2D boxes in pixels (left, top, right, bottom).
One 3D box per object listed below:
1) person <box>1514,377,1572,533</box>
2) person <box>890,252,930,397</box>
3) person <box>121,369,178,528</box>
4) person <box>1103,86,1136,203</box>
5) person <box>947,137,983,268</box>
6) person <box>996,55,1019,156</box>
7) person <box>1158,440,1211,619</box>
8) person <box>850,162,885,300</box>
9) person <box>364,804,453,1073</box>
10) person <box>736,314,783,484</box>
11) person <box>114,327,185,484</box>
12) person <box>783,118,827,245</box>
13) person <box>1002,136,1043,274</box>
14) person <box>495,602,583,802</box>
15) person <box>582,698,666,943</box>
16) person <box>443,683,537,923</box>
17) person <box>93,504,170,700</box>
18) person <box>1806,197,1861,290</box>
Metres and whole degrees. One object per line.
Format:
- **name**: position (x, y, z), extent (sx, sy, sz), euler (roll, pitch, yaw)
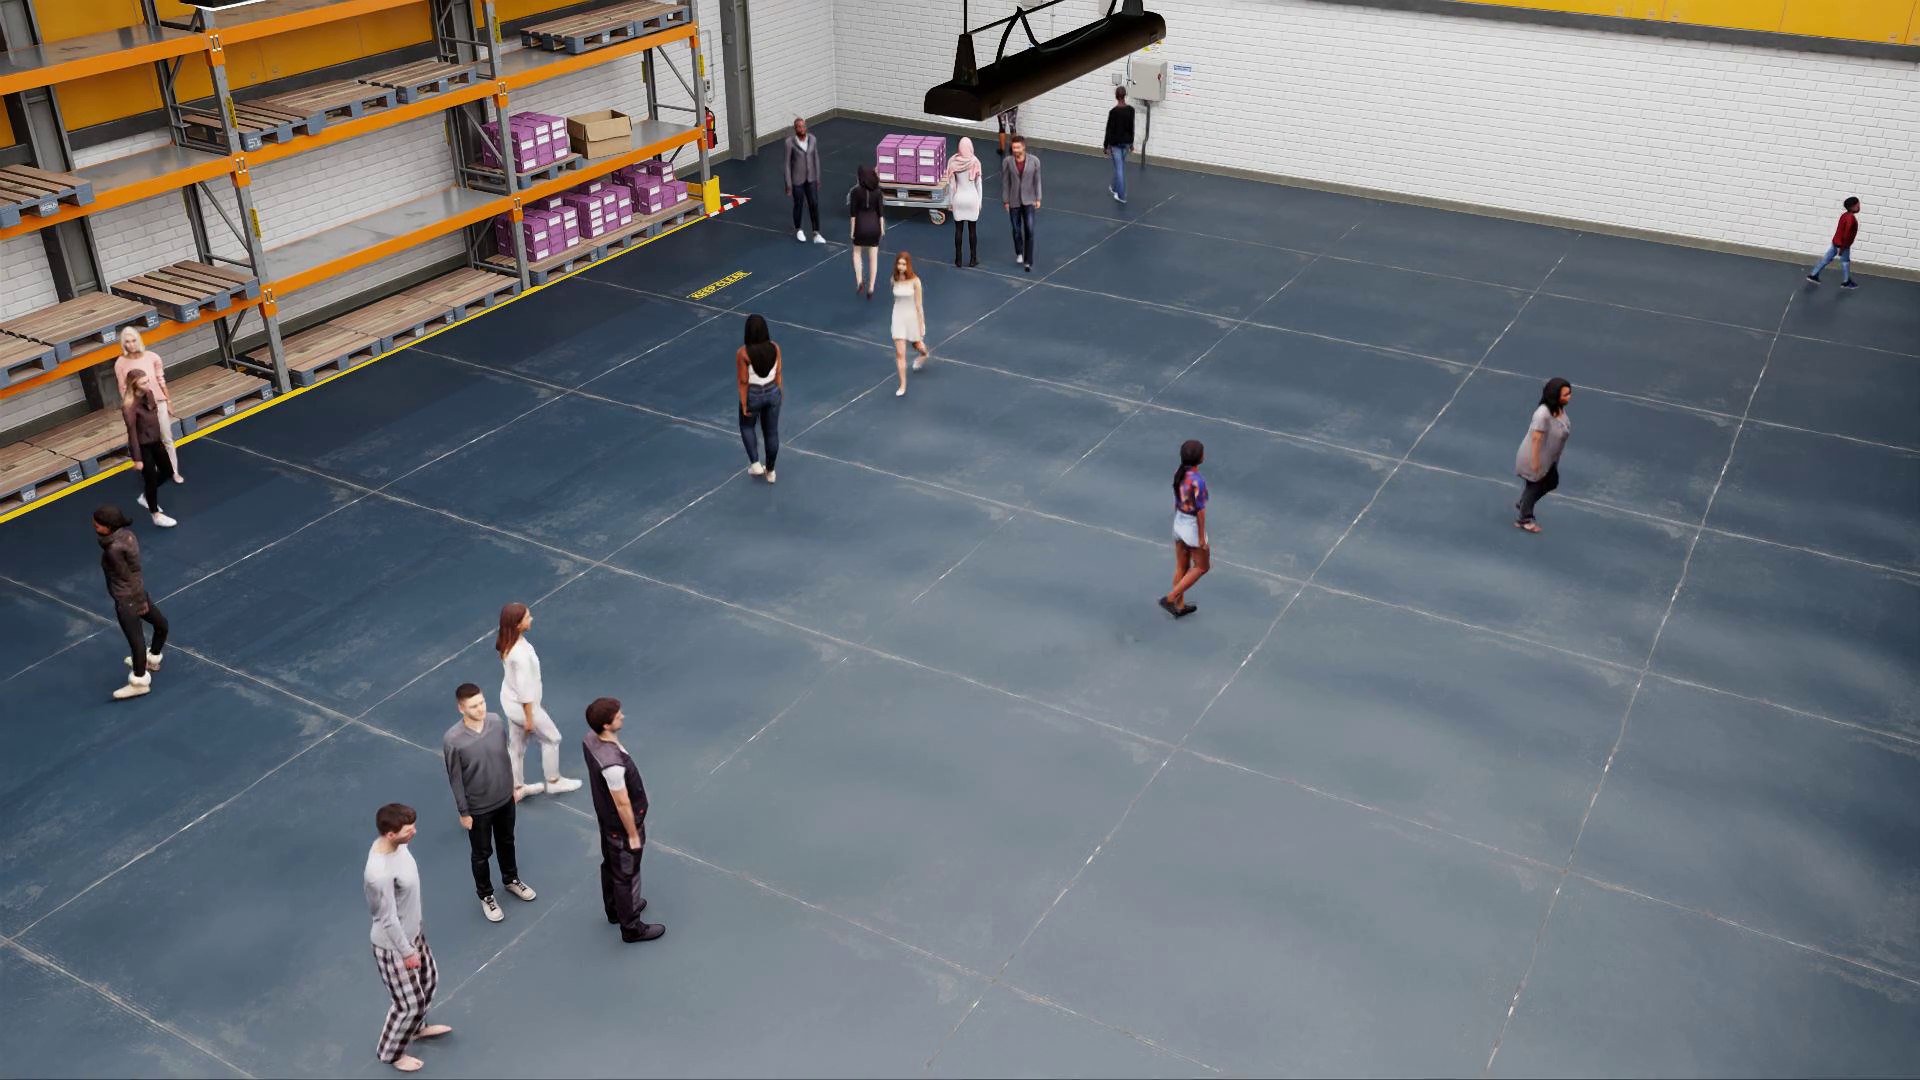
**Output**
- **person**: position (5.555, -0.858, 16.097), extent (0.714, 1.593, 0.598), euler (19, 34, 31)
- **person**: position (-0.582, -2.546, 19.125), extent (0.749, 1.657, 1.209), euler (9, 30, 16)
- **person**: position (-7.933, -0.901, 16.089), extent (0.844, 1.676, 0.818), euler (4, 29, 7)
- **person**: position (2.496, -6.027, 25.428), extent (0.902, 1.733, 0.920), euler (-13, 31, -23)
- **person**: position (0.077, -4.634, 22.803), extent (0.726, 1.800, 0.738), euler (2, 29, 4)
- **person**: position (0.786, -7.292, 27.821), extent (0.639, 1.662, 0.715), euler (-10, 30, -17)
- **person**: position (1.920, -0.048, 14.467), extent (0.836, 1.732, 0.766), euler (-14, 31, -23)
- **person**: position (-1.192, -3.947, 21.558), extent (0.757, 1.786, 0.813), euler (-5, 29, -9)
- **person**: position (-3.369, 2.362, 9.944), extent (0.891, 1.832, 0.812), euler (-3, 29, -5)
- **person**: position (-1.989, -1.399, 16.875), extent (0.761, 1.798, 0.828), euler (-9, 30, -17)
- **person**: position (-8.239, -1.361, 16.881), extent (0.612, 1.725, 0.739), euler (-17, 33, -29)
- **person**: position (-2.276, -5.133, 23.729), extent (1.078, 1.788, 1.102), euler (-14, 31, -23)
- **person**: position (0.843, -4.637, 22.780), extent (0.993, 1.828, 1.219), euler (2, 29, 4)
- **person**: position (-3.280, 1.221, 12.204), extent (0.865, 1.672, 0.779), euler (-18, 34, -30)
- **person**: position (-2.253, 1.822, 10.917), extent (0.741, 1.848, 0.739), euler (-16, 32, -26)
- **person**: position (-3.181, 1.730, 11.178), extent (0.713, 1.761, 0.536), euler (22, 36, 35)
- **person**: position (-6.904, 0.479, 13.574), extent (0.873, 1.661, 0.813), euler (21, 35, 33)
- **person**: position (11.669, -3.954, 22.148), extent (0.787, 1.234, 0.882), euler (3, 29, 6)
